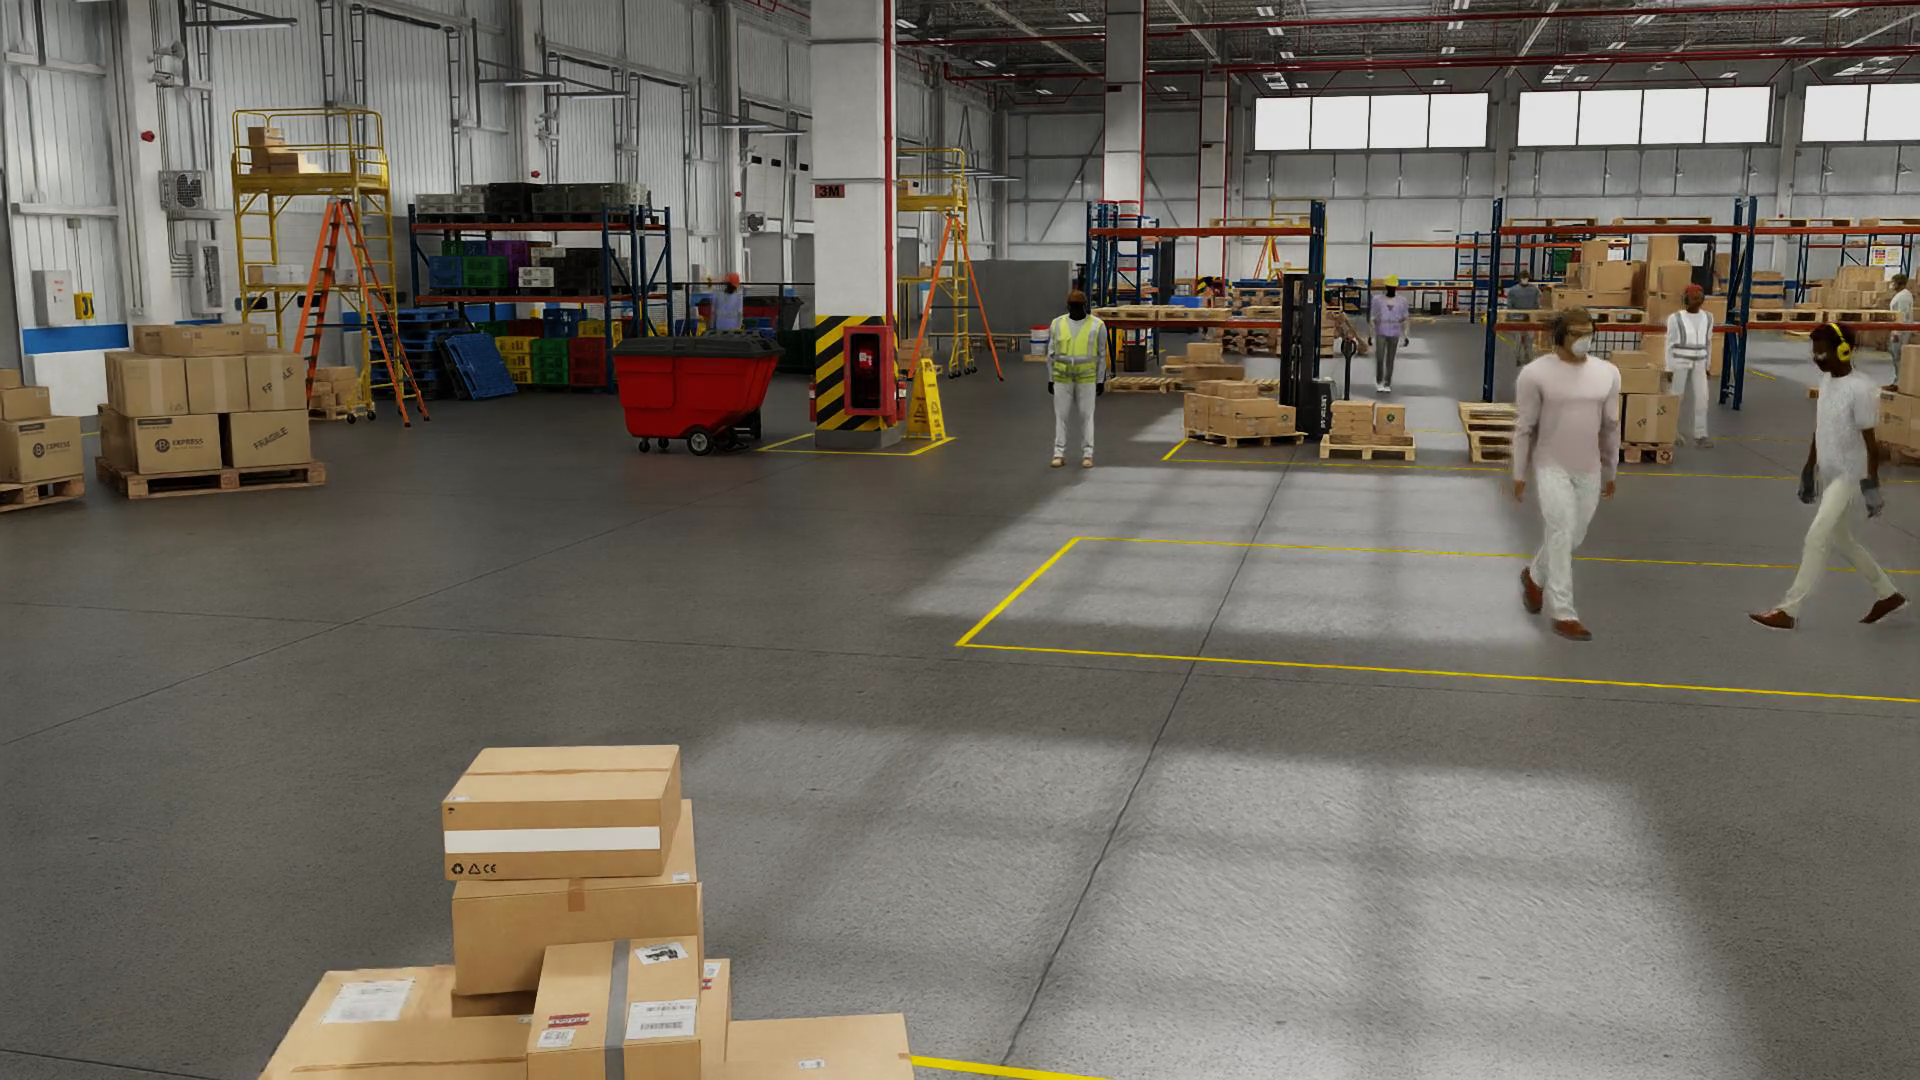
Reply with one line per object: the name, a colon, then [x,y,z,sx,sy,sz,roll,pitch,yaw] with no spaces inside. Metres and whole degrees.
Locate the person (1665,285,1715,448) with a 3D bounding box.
person: [8.347,-1.959,18.933,0.614,1.853,0.825,-1,10,-7]

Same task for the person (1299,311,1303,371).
person: [6.696,-4.087,31.840,0.485,1.735,0.322,-9,13,-43]

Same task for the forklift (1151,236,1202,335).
forklift: [5.868,-7.214,46.879,1.873,2.768,1.129,2,10,14]

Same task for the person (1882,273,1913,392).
person: [15.271,-3.367,27.048,0.385,1.931,0.643,4,10,22]

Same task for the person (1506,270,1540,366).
person: [11.285,-4.429,33.312,0.666,1.912,0.791,2,10,9]

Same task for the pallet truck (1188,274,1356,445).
pallet truck: [3.653,-2.138,19.590,1.885,1.965,0.823,-4,10,-20]

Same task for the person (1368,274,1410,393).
person: [6.885,-3.288,26.636,0.625,1.893,0.834,1,10,7]

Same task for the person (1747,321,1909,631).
person: [5.115,-0.365,9.670,0.923,1.828,0.588,0,10,1]

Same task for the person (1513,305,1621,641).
person: [3.520,-0.421,9.753,0.637,1.914,0.891,-1,10,-9]

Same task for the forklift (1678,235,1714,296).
forklift: [21.463,-7.526,48.719,1.129,2.768,1.873,5,11,26]

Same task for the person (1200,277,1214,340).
person: [6.500,-6.116,43.948,0.410,1.681,0.603,-1,10,-6]

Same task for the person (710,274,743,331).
person: [-4.192,-3.738,29.366,0.736,1.891,0.415,0,10,2]

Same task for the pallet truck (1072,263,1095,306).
pallet truck: [4.325,-8.180,55.162,0.823,1.965,1.885,6,11,31]

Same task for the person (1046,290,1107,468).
person: [1.198,-1.658,17.236,0.624,1.840,0.429,2,10,12]
